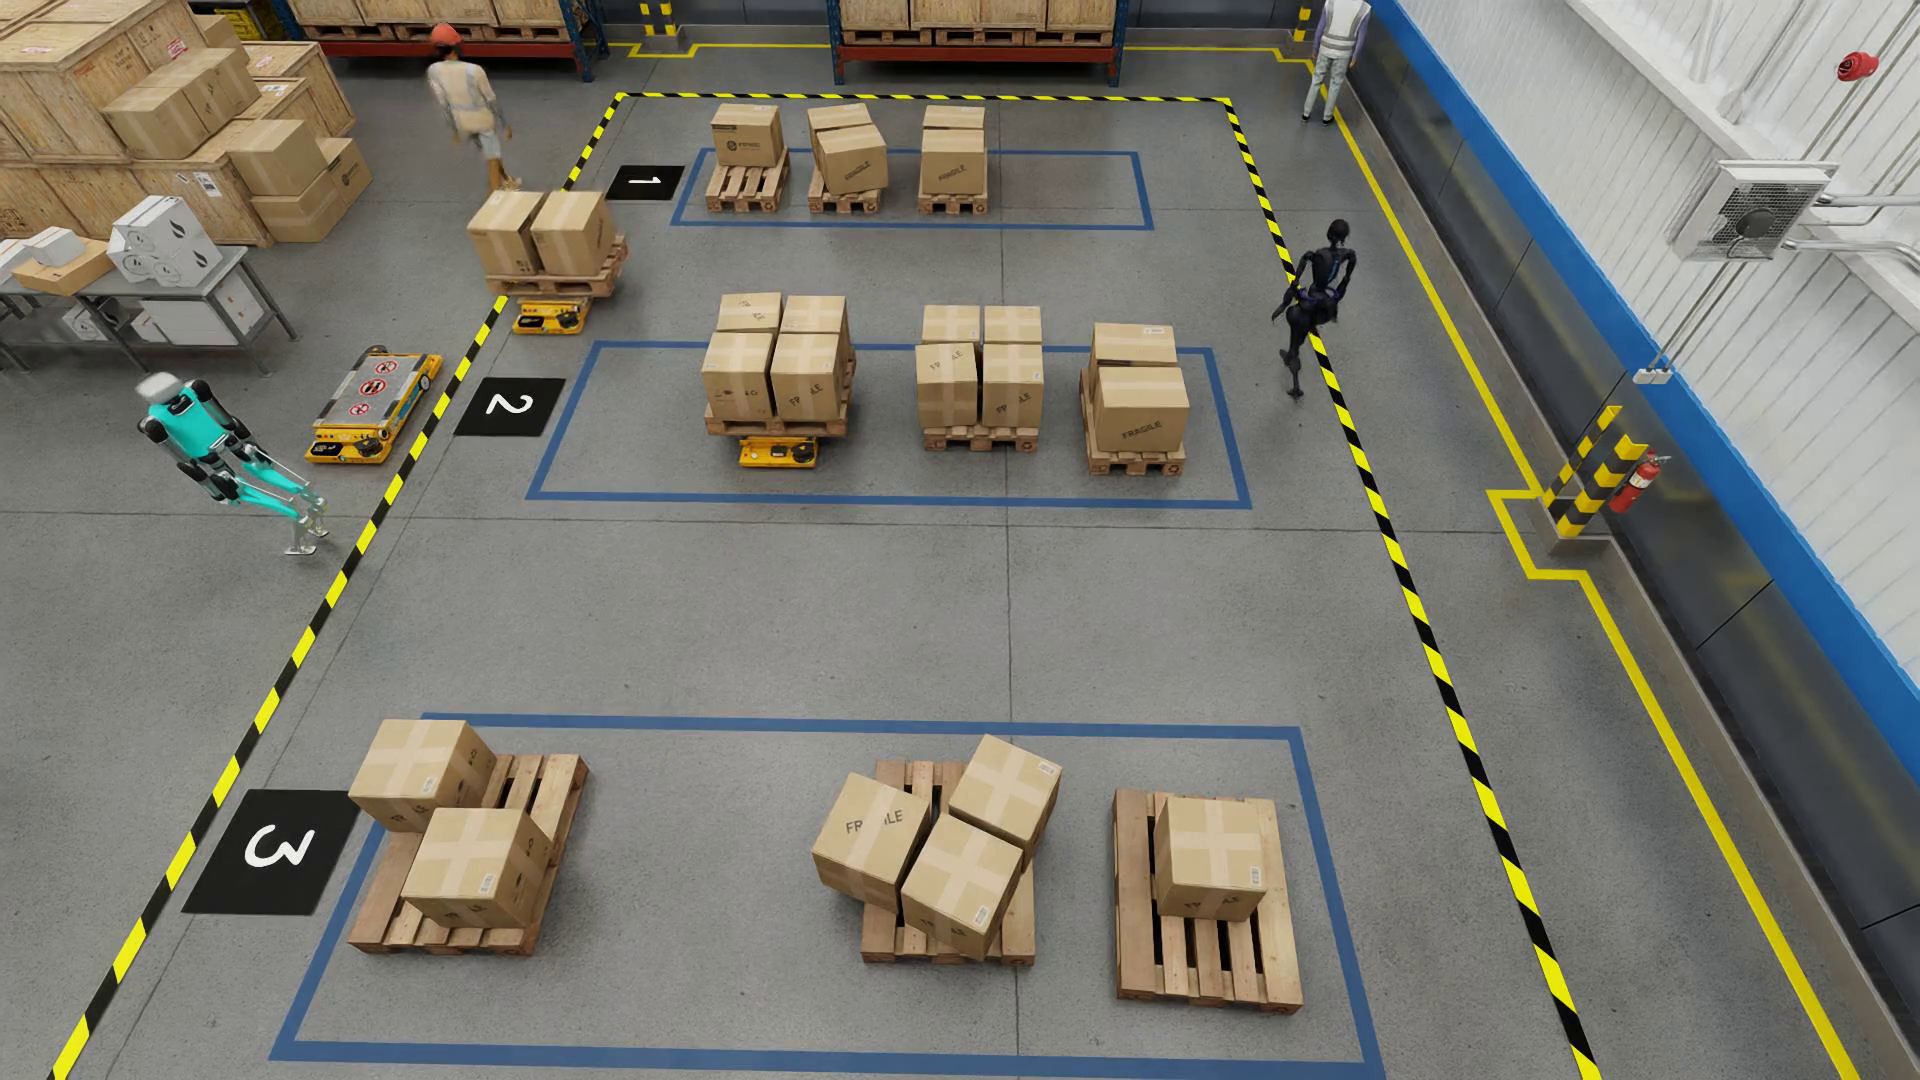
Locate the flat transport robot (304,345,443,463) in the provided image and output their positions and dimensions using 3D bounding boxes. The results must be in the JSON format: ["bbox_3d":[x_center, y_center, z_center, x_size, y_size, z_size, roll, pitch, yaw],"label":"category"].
[{"bbox_3d":[-5.383,-1.269,8.441,0.659,0.231,1.431,1,50,1],"label":"flat transport robot"}]

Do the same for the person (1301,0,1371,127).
[{"bbox_3d":[4.760,-6.197,11.588,0.598,1.827,0.404,22,53,18],"label":"person"}]

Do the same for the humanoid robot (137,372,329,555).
[{"bbox_3d":[-5.176,-0.494,6.738,0.735,1.673,0.533,10,50,8],"label":"humanoid robot"}]

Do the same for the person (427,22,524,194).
[{"bbox_3d":[-5.351,-4.599,10.126,0.621,2.005,1.002,2,50,2],"label":"person"}]

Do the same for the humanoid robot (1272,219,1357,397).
[{"bbox_3d":[3.178,-2.085,8.250,0.605,1.650,0.763,-6,50,-5],"label":"humanoid robot"}]

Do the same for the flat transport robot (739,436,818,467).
[{"bbox_3d":[-1.582,-1.235,8.394,0.652,0.197,1.431,1,50,1],"label":"flat transport robot"}]

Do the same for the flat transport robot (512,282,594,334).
[{"bbox_3d":[-4.149,-2.675,9.612,0.652,0.197,1.431,1,50,1],"label":"flat transport robot"}]
